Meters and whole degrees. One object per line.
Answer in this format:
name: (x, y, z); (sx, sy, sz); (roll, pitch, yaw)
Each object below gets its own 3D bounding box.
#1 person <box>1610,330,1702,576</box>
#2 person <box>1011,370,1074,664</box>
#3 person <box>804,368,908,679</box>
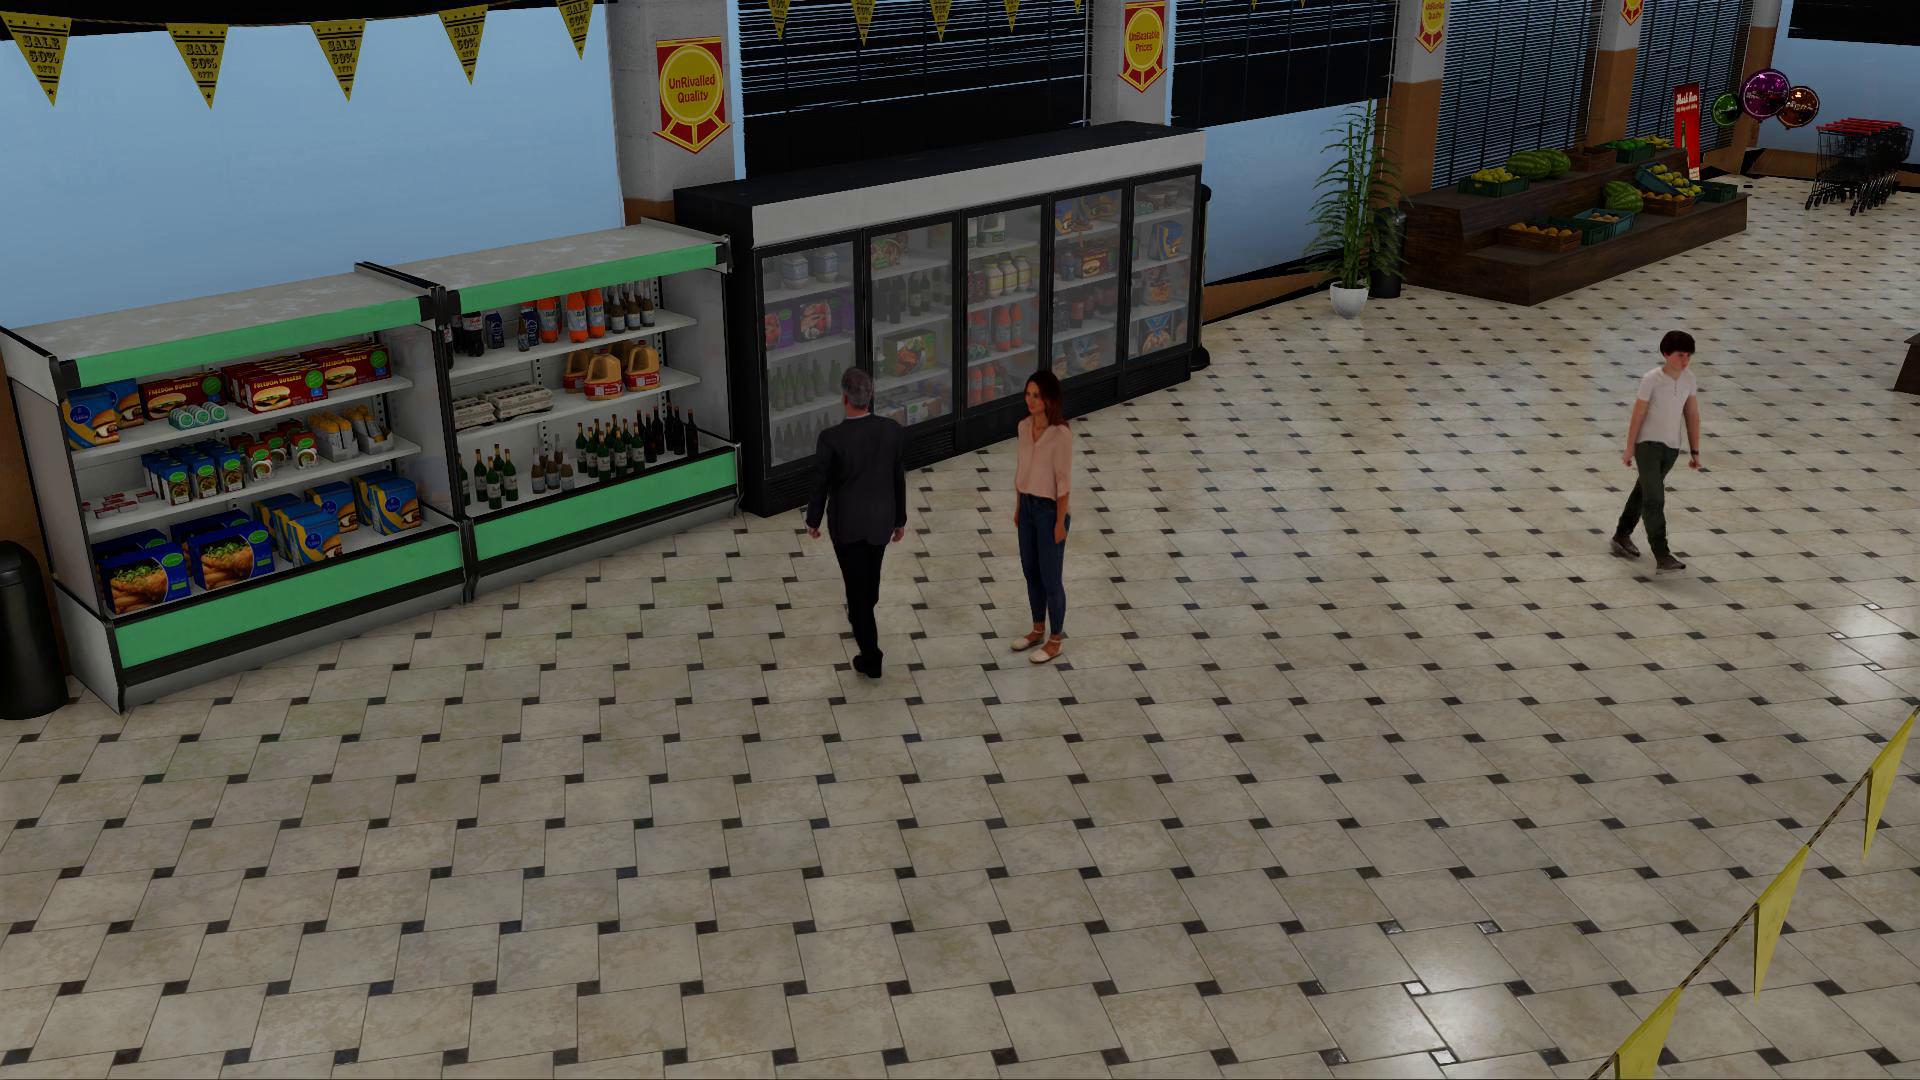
person: (4.669, -0.629, 11.261); (1.083, 1.624, 1.003); (-5, 23, -13)
person: (0.502, -0.155, 9.860); (0.565, 1.789, 0.613); (-17, 27, -35)
person: (-0.550, -0.065, 9.629); (1.132, 1.794, 1.018); (-10, 24, -24)
